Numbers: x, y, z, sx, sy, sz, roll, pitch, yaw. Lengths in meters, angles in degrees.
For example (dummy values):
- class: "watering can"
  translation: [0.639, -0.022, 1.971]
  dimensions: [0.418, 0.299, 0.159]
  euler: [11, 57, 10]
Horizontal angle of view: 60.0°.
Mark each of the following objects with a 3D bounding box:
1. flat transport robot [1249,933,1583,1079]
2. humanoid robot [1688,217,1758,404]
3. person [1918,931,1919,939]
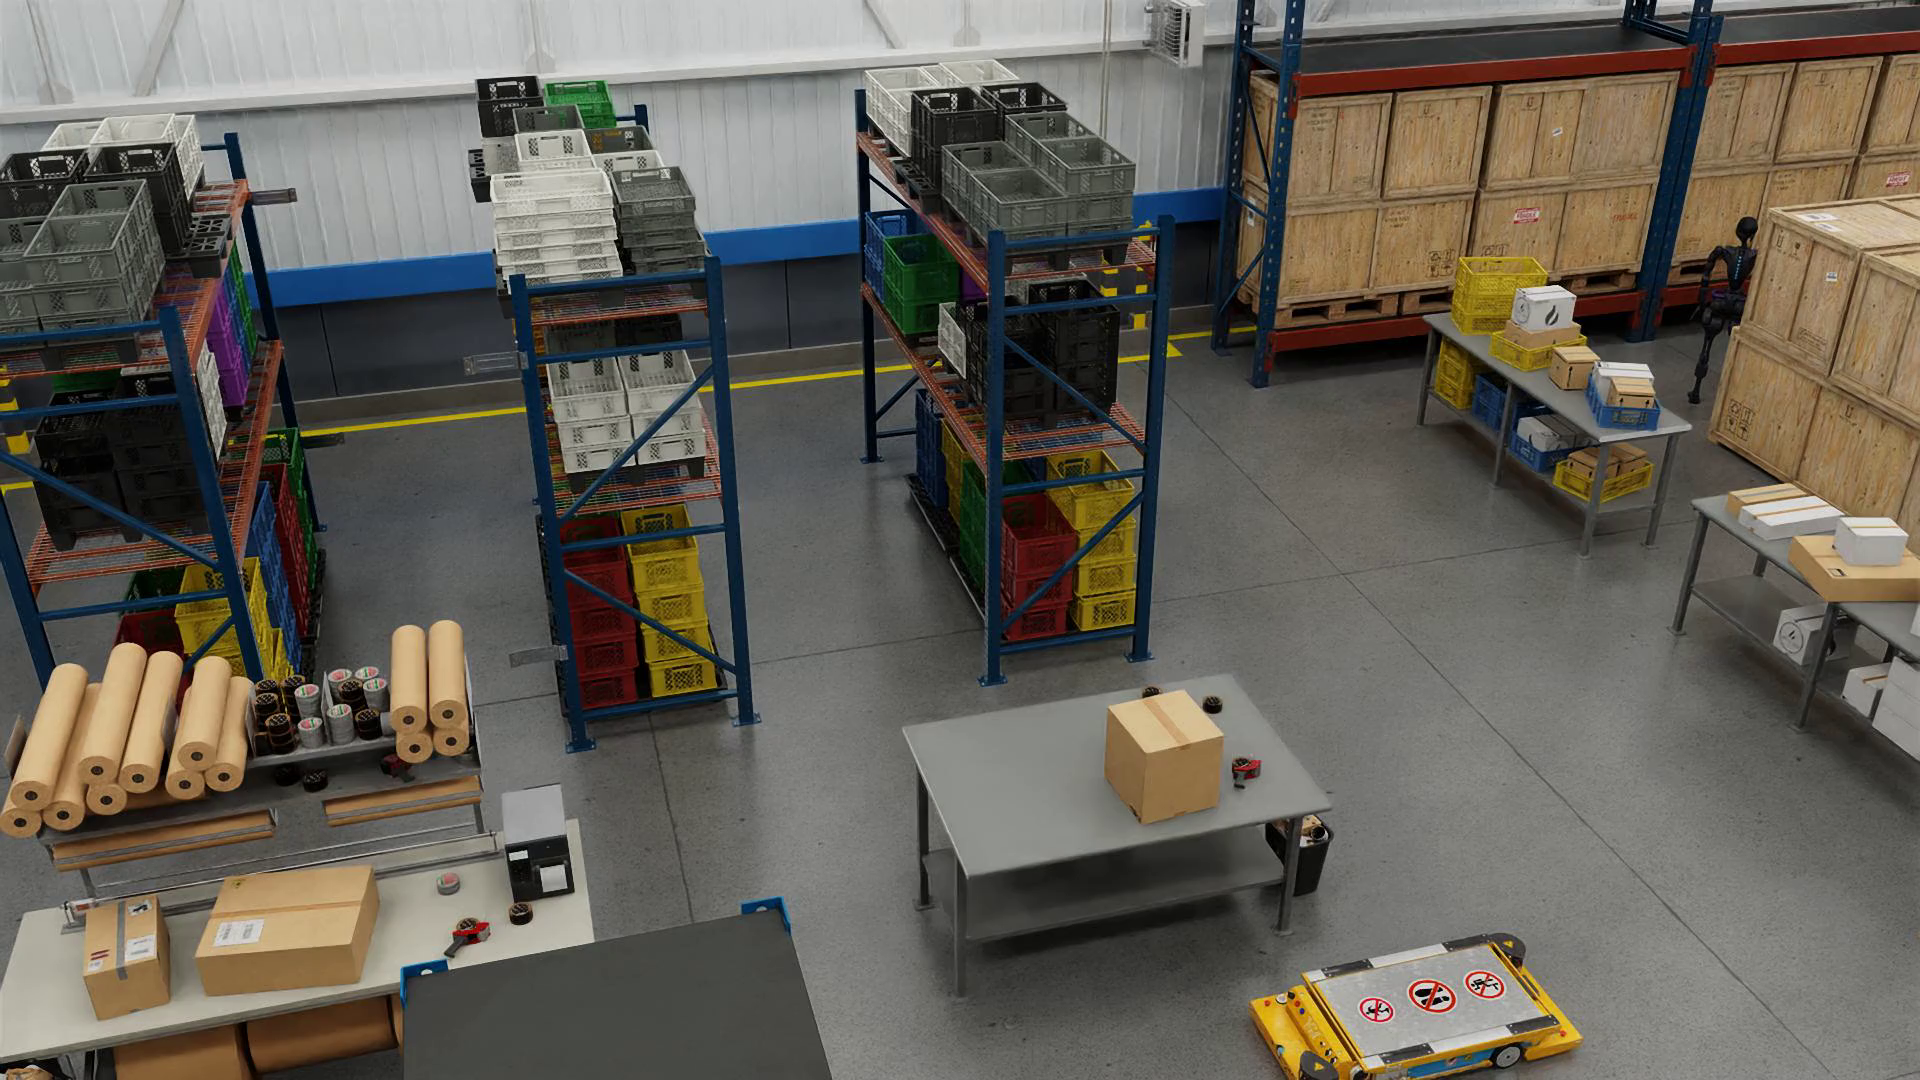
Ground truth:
- class: "flat transport robot"
  translation: [2.184, 2.282, 7.980]
  dimensions: [1.431, 0.197, 0.652]
  euler: [-8, 30, -14]
- class: "humanoid robot"
  translation: [6.590, -1.959, 14.246]
  dimensions: [0.598, 1.661, 0.321]
  euler: [15, 32, 25]
- class: "person"
  translation: [5.164, 1.227, 8.251]
  dimensions: [0.357, 1.884, 0.571]
  euler: [18, 34, 30]
